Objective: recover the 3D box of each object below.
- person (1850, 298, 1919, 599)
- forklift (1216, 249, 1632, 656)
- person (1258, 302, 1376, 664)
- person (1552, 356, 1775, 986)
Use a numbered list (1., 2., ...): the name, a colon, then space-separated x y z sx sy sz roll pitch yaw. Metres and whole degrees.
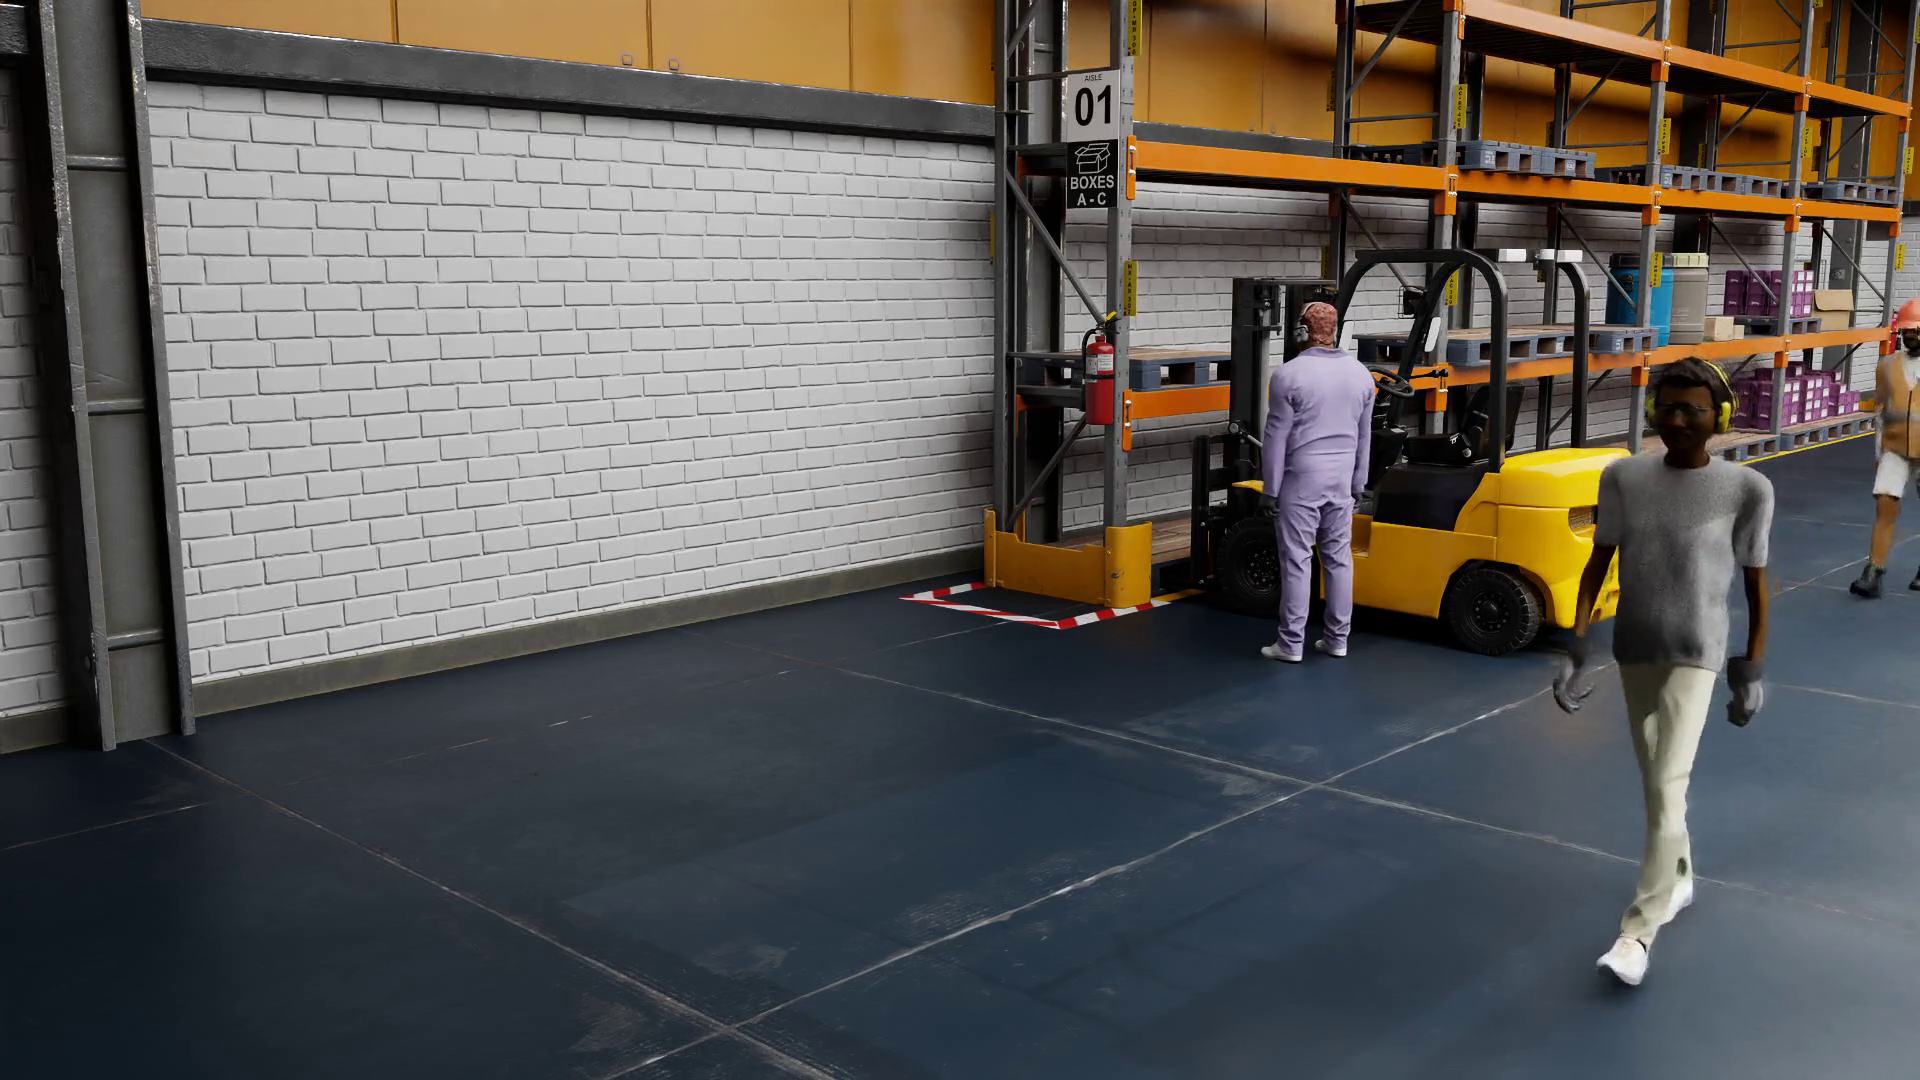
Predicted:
1. person: 6.008 -0.569 10.486 0.987 1.888 0.567 -8 12 -41
2. forklift: 2.710 -0.584 9.626 2.313 2.155 1.214 9 13 43
3. person: 1.861 -0.300 8.795 0.639 1.900 0.403 -4 10 -25
4. person: 2.101 0.363 4.984 0.517 1.817 0.993 9 13 43
